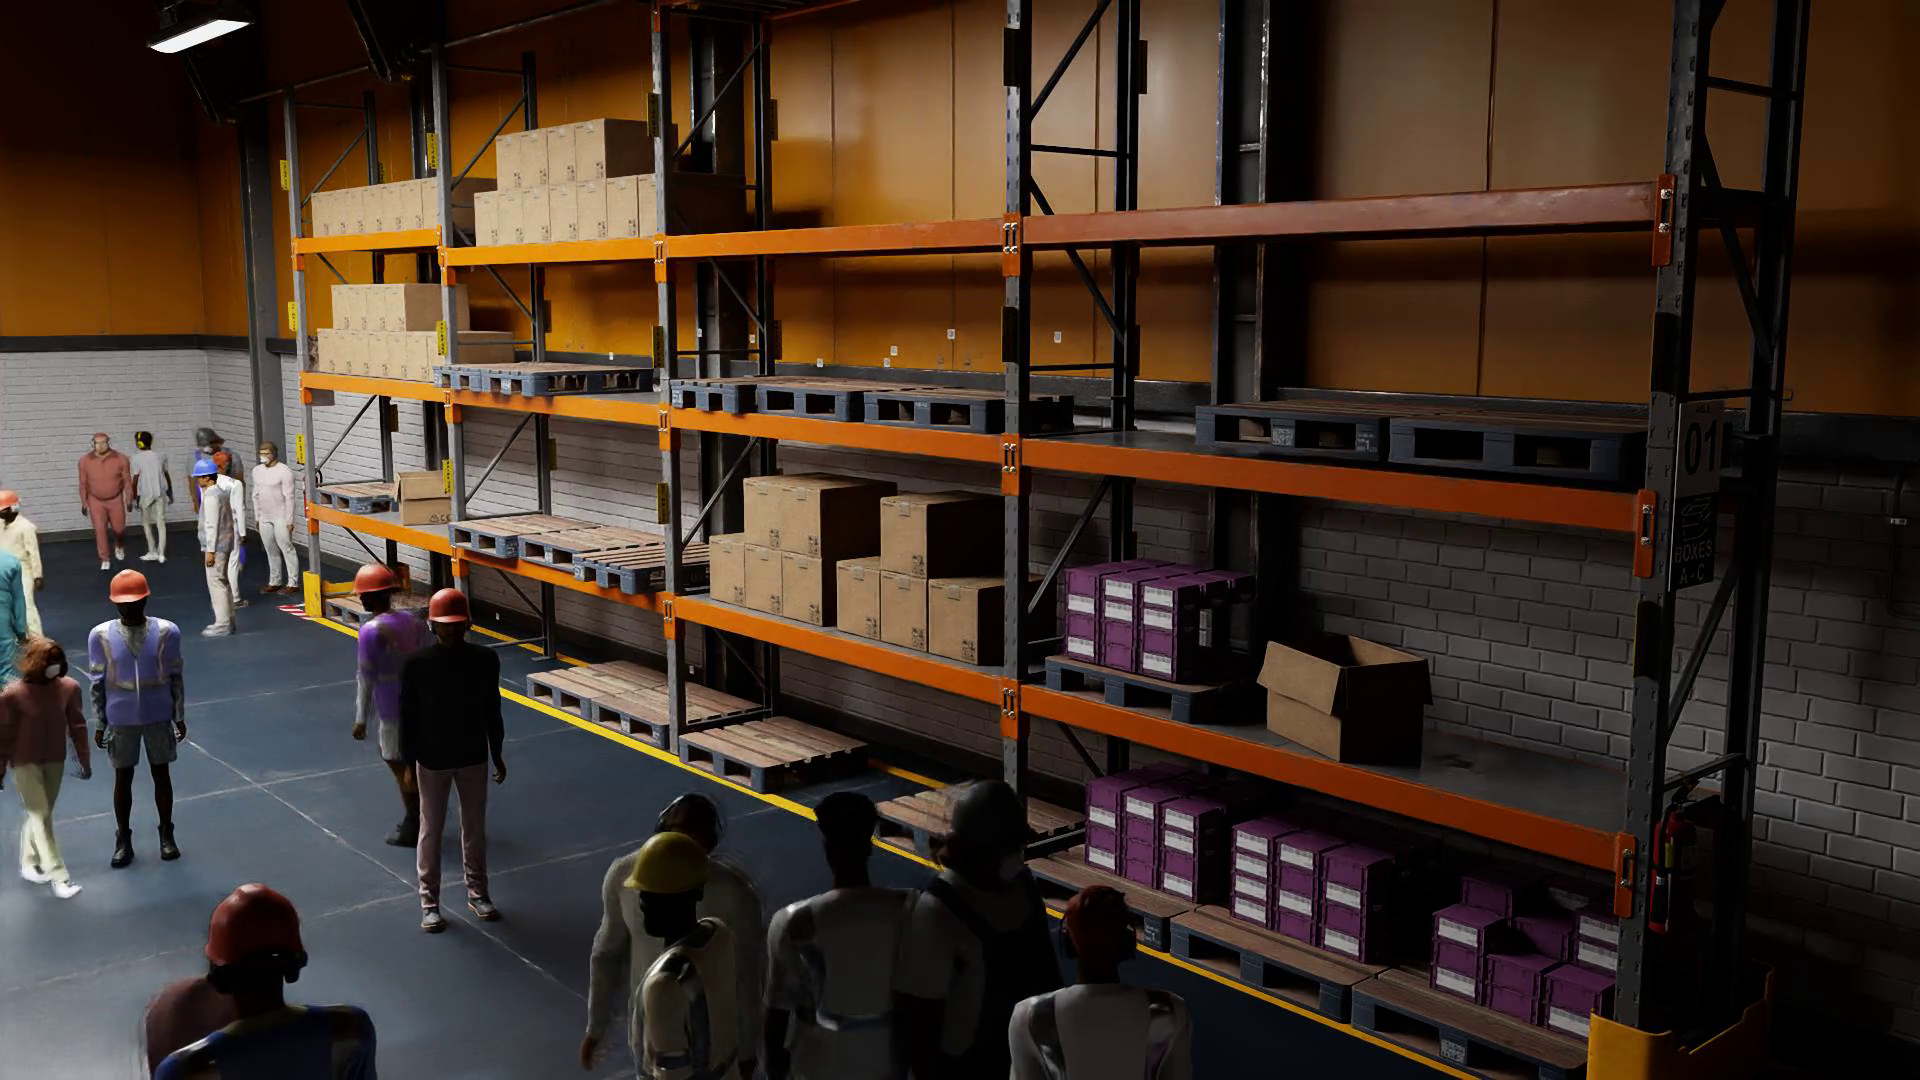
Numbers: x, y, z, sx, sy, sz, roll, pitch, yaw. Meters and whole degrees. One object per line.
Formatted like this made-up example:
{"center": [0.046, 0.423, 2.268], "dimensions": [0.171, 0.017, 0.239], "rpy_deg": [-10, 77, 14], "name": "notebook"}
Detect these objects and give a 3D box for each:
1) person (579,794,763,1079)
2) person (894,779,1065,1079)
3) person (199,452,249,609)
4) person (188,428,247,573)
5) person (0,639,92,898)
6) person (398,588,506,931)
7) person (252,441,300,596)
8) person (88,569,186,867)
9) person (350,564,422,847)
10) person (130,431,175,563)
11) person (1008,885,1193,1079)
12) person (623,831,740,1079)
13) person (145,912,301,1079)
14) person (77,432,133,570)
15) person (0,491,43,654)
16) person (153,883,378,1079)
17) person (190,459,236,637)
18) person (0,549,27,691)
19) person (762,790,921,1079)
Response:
{"center": [-1.010, 1.822, 6.279], "dimensions": [0.648, 1.875, 1.009], "rpy_deg": [4, 9, 27], "name": "person"}
{"center": [0.038, 1.785, 5.941], "dimensions": [0.924, 2.000, 0.691], "rpy_deg": [5, 10, 31], "name": "person"}
{"center": [-8.714, -0.112, 19.711], "dimensions": [0.568, 1.878, 0.350], "rpy_deg": [2, 8, 12], "name": "person"}
{"center": [-10.029, -0.594, 22.476], "dimensions": [0.702, 2.000, 0.845], "rpy_deg": [-3, 9, -17], "name": "person"}
{"center": [-5.601, 1.388, 10.223], "dimensions": [0.836, 1.581, 0.510], "rpy_deg": [5, 10, 31], "name": "person"}
{"center": [-2.957, 1.263, 9.717], "dimensions": [0.610, 1.996, 0.378], "rpy_deg": [-5, 10, -32], "name": "person"}
{"center": [-8.482, -0.265, 20.605], "dimensions": [0.624, 1.932, 0.375], "rpy_deg": [4, 9, 25], "name": "person"}
{"center": [-5.309, 1.142, 10.764], "dimensions": [0.550, 1.935, 0.376], "rpy_deg": [-4, 9, -25], "name": "person"}
{"center": [-3.786, 1.110, 11.099], "dimensions": [0.527, 1.909, 0.551], "rpy_deg": [1, 8, 10], "name": "person"}
{"center": [-11.263, -0.605, 23.255], "dimensions": [0.620, 1.841, 0.543], "rpy_deg": [-7, 11, -42], "name": "person"}
{"center": [0.430, 1.981, 5.115], "dimensions": [0.572, 1.886, 0.354], "rpy_deg": [0, 8, -2], "name": "person"}
{"center": [-0.921, 1.904, 5.505], "dimensions": [0.371, 1.925, 0.595], "rpy_deg": [2, 8, 10], "name": "person"}
{"center": [-2.173, 1.991, 5.041], "dimensions": [0.637, 1.906, 0.473], "rpy_deg": [4, 9, 24], "name": "person"}
{"center": [-11.645, -0.548, 22.697], "dimensions": [0.654, 1.892, 0.593], "rpy_deg": [-4, 9, -25], "name": "person"}
{"center": [-9.764, 0.324, 17.299], "dimensions": [0.706, 1.705, 0.500], "rpy_deg": [5, 9, 29], "name": "person"}
{"center": [-1.931, 1.964, 4.683], "dimensions": [0.605, 2.045, 0.378], "rpy_deg": [-7, 11, -40], "name": "person"}
{"center": [-8.145, 0.080, 18.183], "dimensions": [0.420, 1.932, 0.619], "rpy_deg": [-2, 8, -15], "name": "person"}
{"center": [-8.015, 0.745, 13.632], "dimensions": [0.652, 1.906, 0.402], "rpy_deg": [-7, 11, -42], "name": "person"}
{"center": [-0.389, 1.831, 5.903], "dimensions": [0.638, 1.950, 0.416], "rpy_deg": [-2, 9, -16], "name": "person"}
